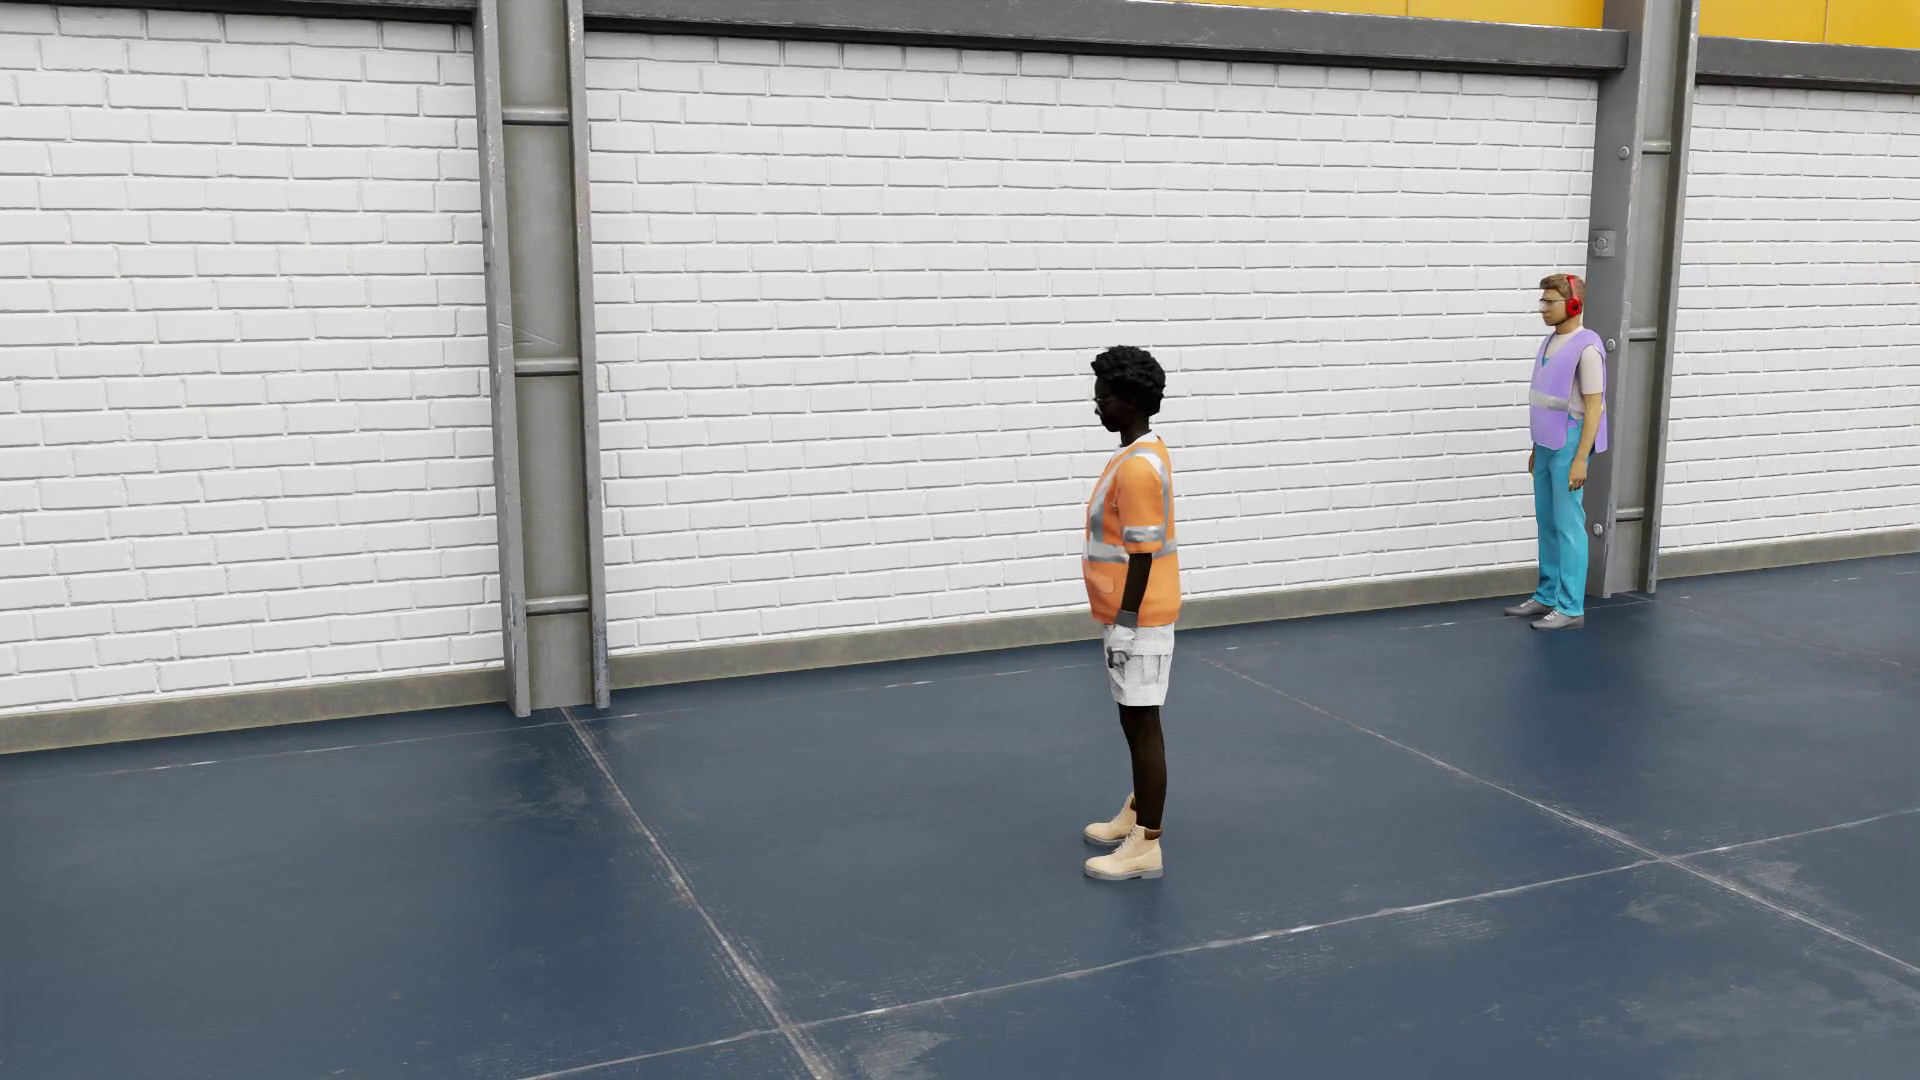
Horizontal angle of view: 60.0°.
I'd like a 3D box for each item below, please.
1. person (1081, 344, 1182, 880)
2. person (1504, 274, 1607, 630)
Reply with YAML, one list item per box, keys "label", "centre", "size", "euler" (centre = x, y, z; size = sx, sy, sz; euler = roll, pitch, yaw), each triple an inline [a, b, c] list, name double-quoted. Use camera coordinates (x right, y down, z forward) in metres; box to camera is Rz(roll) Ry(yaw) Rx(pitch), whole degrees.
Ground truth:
- label: "person"
  centre: [0.543, 0.230, 5.290]
  size: [0.318, 1.695, 0.533]
  euler: [1, 10, 7]
- label: "person"
  centre: [3.139, -0.454, 8.648]
  size: [0.374, 1.841, 0.573]
  euler: [-1, 10, -4]
